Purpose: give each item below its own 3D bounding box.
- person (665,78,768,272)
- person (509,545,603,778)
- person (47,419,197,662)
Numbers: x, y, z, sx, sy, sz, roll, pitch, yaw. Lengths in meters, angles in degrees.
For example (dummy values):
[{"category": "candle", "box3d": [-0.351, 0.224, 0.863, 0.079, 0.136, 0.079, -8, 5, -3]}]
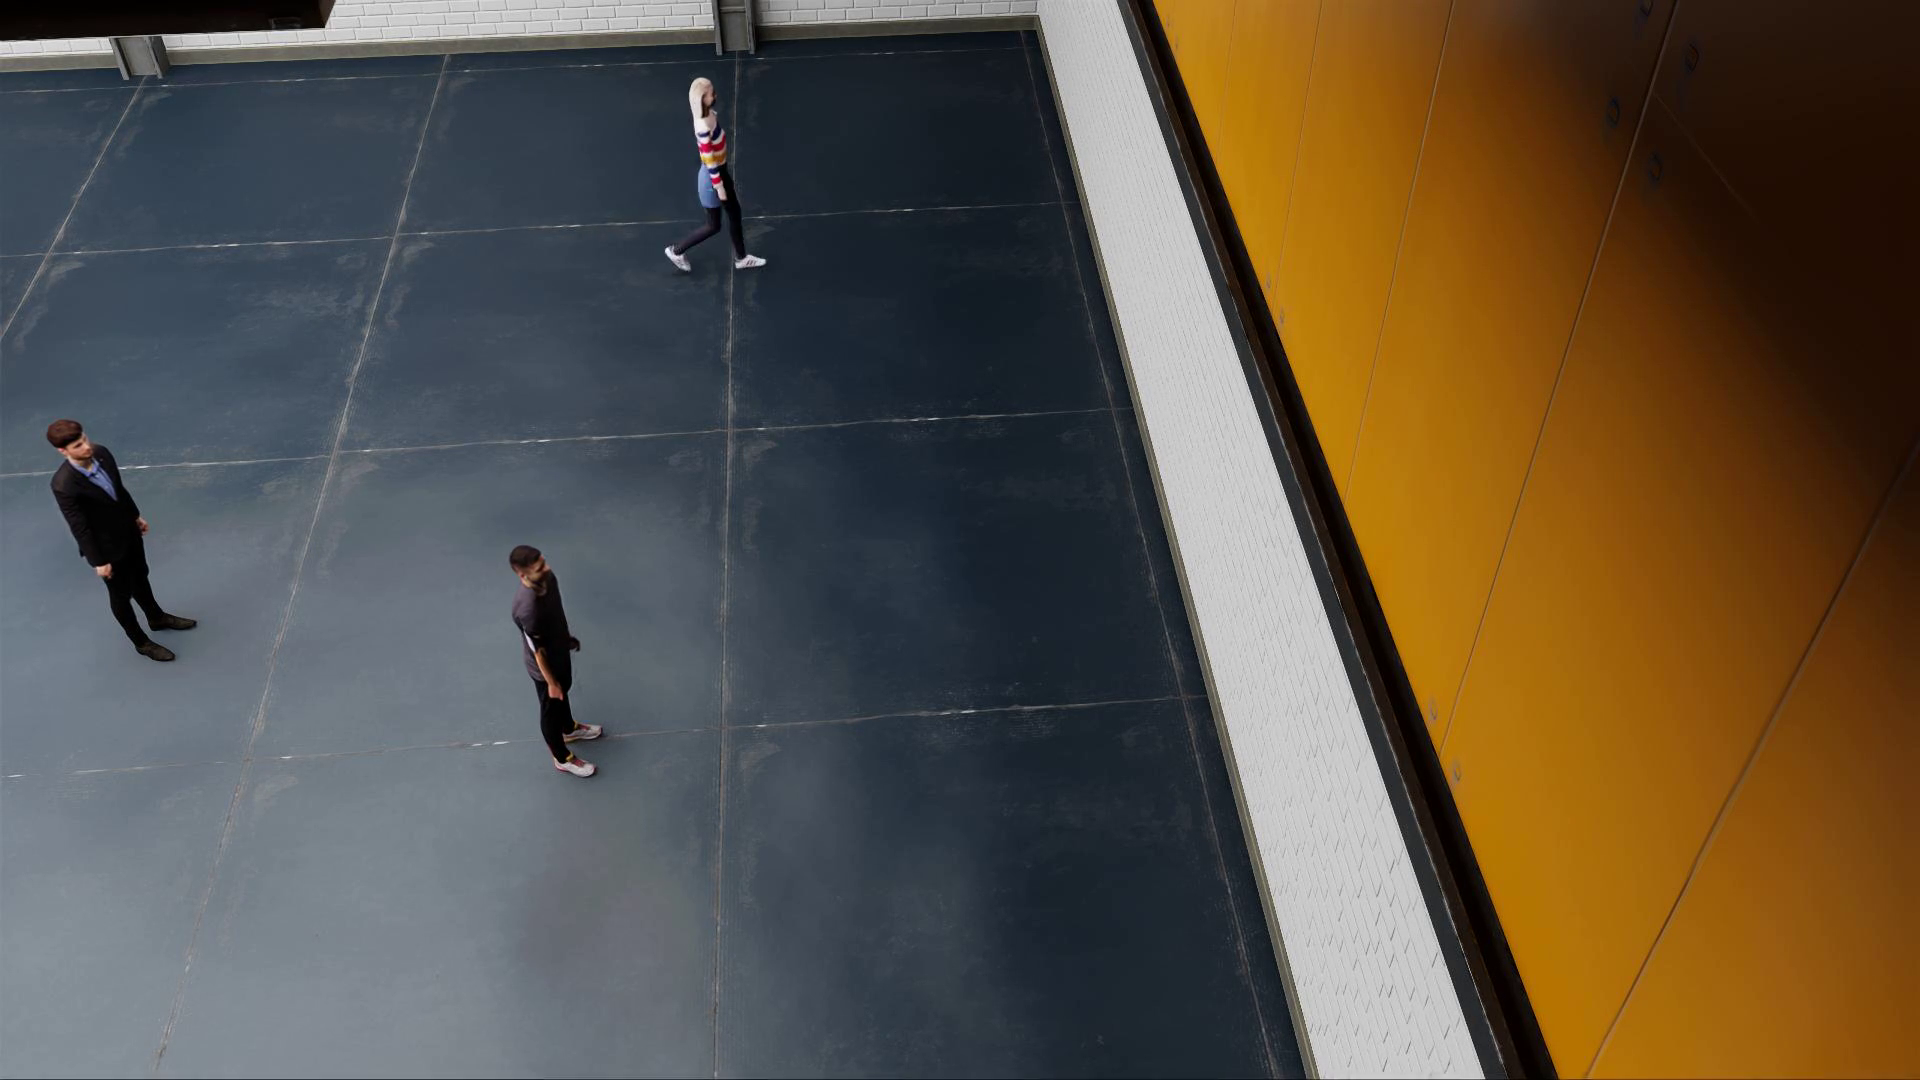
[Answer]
[{"category": "person", "box3d": [-2.117, -2.976, 13.813, 1.102, 1.786, 0.746, 1, 44, 1]}, {"category": "person", "box3d": [-2.458, 0.698, 9.972, 0.570, 1.764, 0.656, 1, 44, 1]}, {"category": "person", "box3d": [-5.434, -0.027, 10.639, 0.706, 1.893, 0.750, 7, 44, 7]}]
